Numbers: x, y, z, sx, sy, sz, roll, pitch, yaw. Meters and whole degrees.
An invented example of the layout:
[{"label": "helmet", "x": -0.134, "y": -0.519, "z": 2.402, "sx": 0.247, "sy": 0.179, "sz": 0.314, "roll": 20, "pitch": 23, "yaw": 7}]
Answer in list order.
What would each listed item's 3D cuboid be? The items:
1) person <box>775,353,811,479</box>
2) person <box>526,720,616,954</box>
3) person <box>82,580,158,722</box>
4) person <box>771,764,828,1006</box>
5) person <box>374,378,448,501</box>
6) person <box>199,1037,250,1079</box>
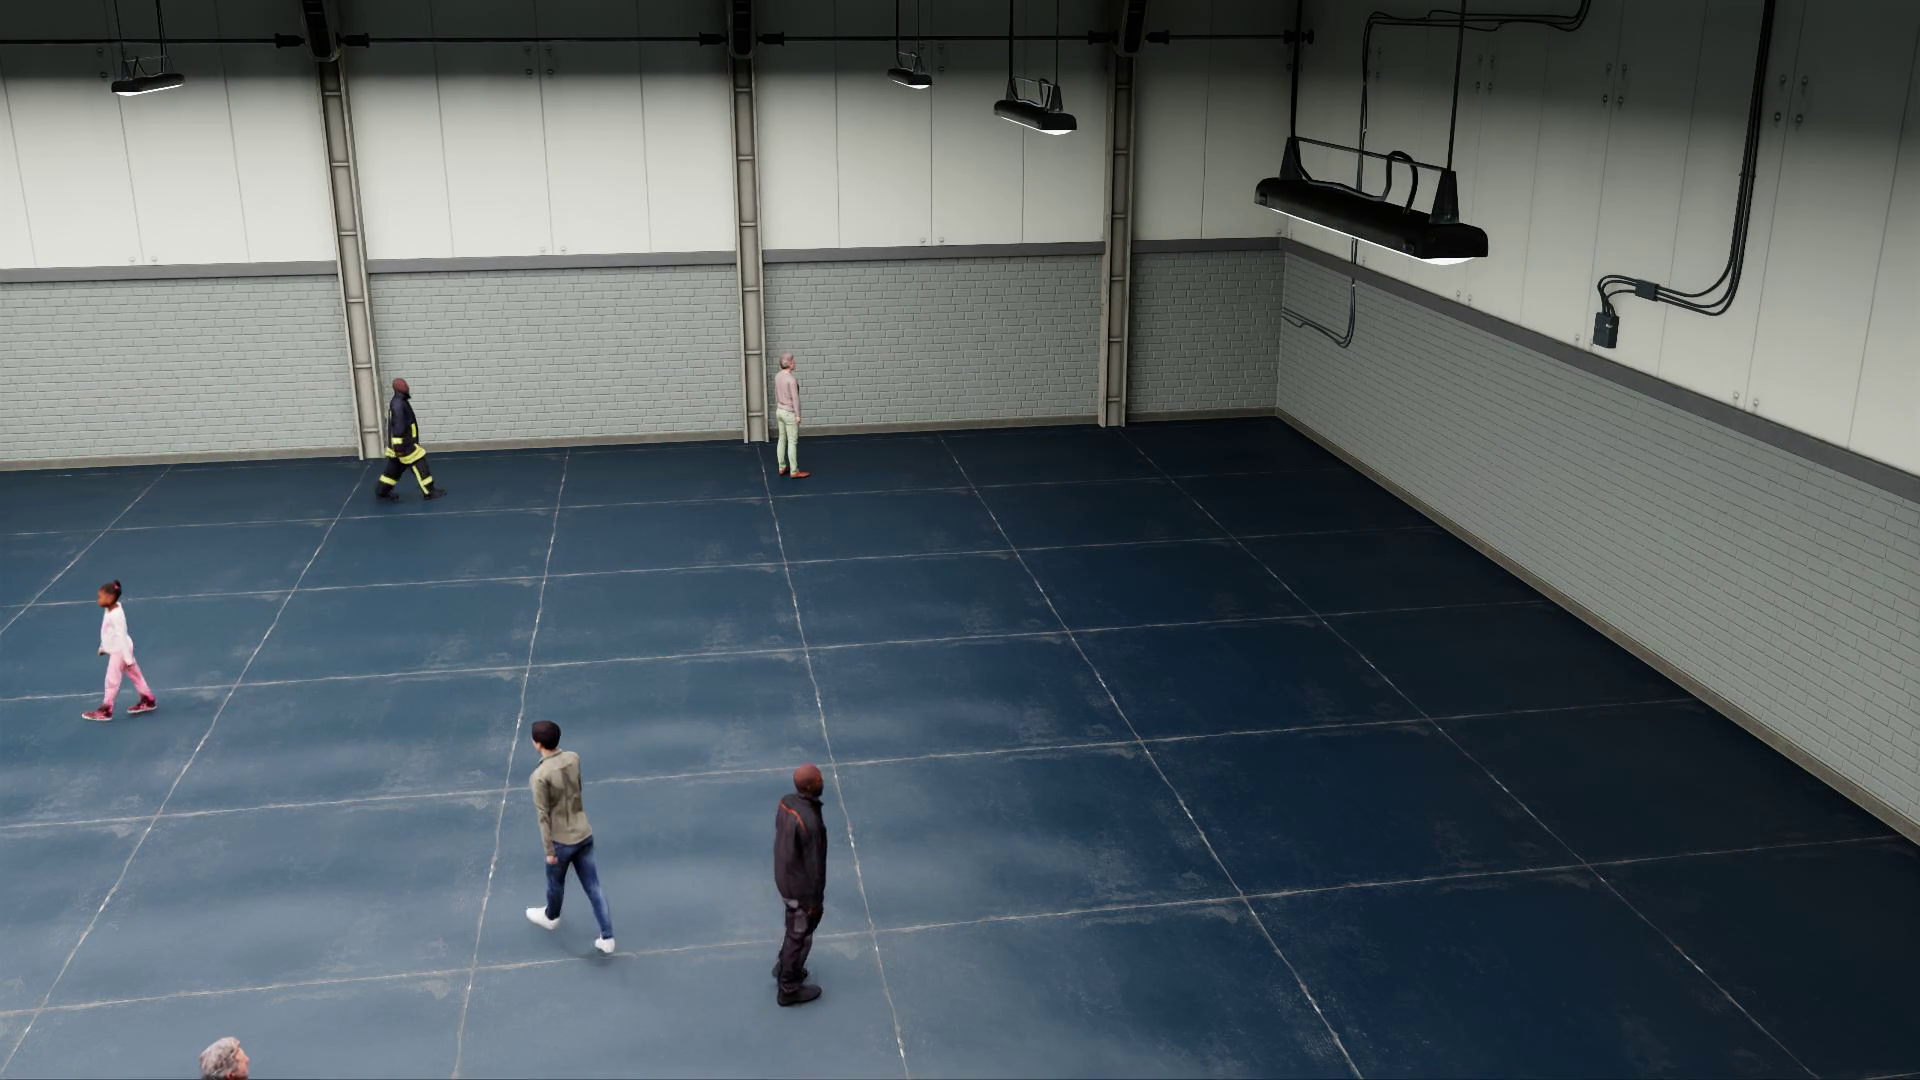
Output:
[{"label": "person", "x": -2.576, "y": -1.872, "z": 24.918, "sx": 0.790, "sy": 1.875, "sz": 0.773, "roll": -16, "pitch": 24, "yaw": -40}, {"label": "person", "x": -2.857, "y": 2.247, "z": 12.352, "sx": 1.270, "sy": 1.825, "sz": 1.191, "roll": 12, "pitch": 22, "yaw": 33}, {"label": "person", "x": -8.300, "y": 1.080, "z": 16.587, "sx": 0.962, "sy": 1.420, "sz": 0.732, "roll": -9, "pitch": 20, "yaw": -26}, {"label": "person", "x": -1.187, "y": 2.438, "z": 11.793, "sx": 0.821, "sy": 1.806, "sz": 0.811, "roll": -10, "pitch": 20, "yaw": -28}, {"label": "person", "x": -7.992, "y": -1.391, "z": 23.593, "sx": 1.257, "sy": 1.781, "sz": 0.848, "roll": -5, "pitch": 19, "yaw": -16}, {"label": "person", "x": -3.793, "y": 3.429, "z": 8.718, "sx": 0.748, "sy": 1.827, "sz": 0.805, "roll": 13, "pitch": 22, "yaw": 34}]
